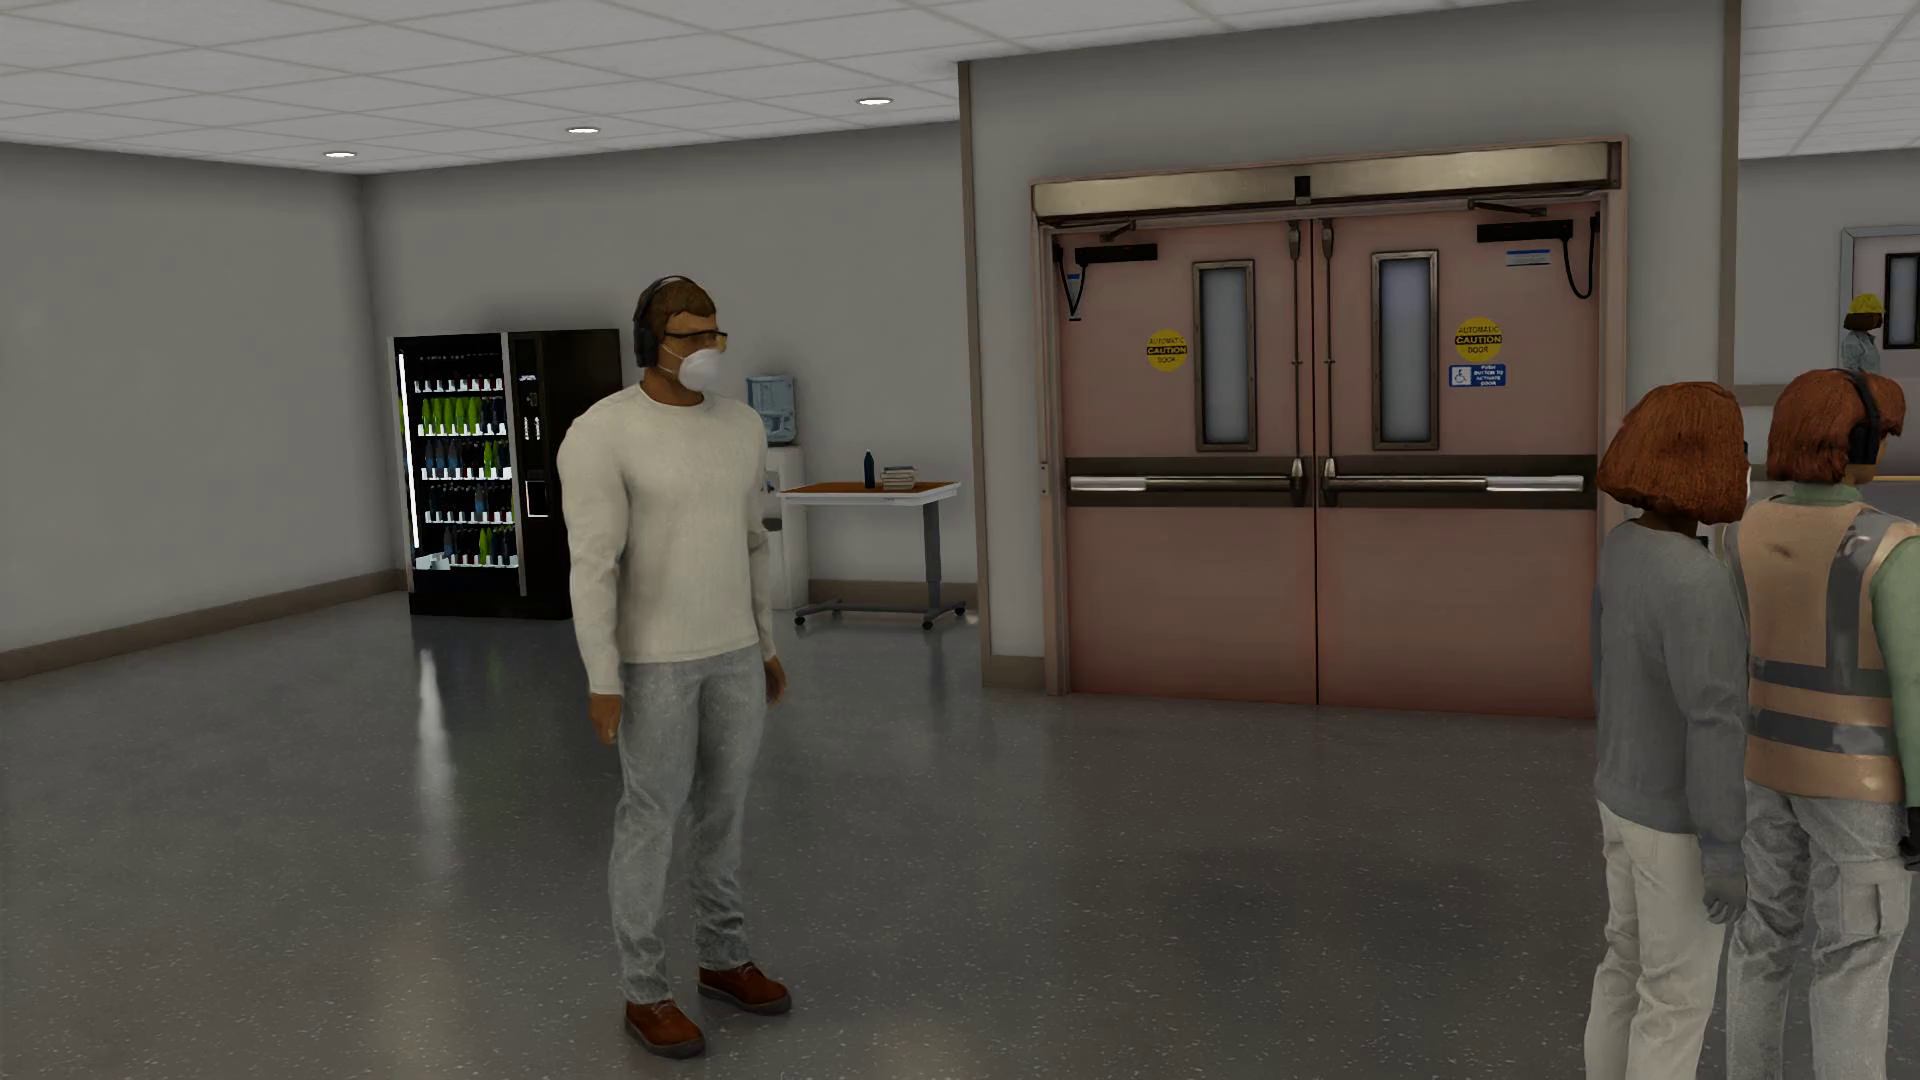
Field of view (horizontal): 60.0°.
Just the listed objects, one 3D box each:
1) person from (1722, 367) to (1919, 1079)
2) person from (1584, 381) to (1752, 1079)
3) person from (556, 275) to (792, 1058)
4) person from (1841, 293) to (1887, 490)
[{"bbox_3d":[1.705,0.483,3.274,0.307,1.638,0.513,-5,8,-17],"label":"person"},{"bbox_3d":[1.325,0.524,3.092,0.272,1.632,0.507,-2,7,3],"label":"person"},{"bbox_3d":[-0.701,0.305,4.242,0.356,1.936,0.635,4,10,40],"label":"person"},{"bbox_3d":[6.967,-1.026,12.851,0.314,1.743,0.493,4,10,41],"label":"person"}]
